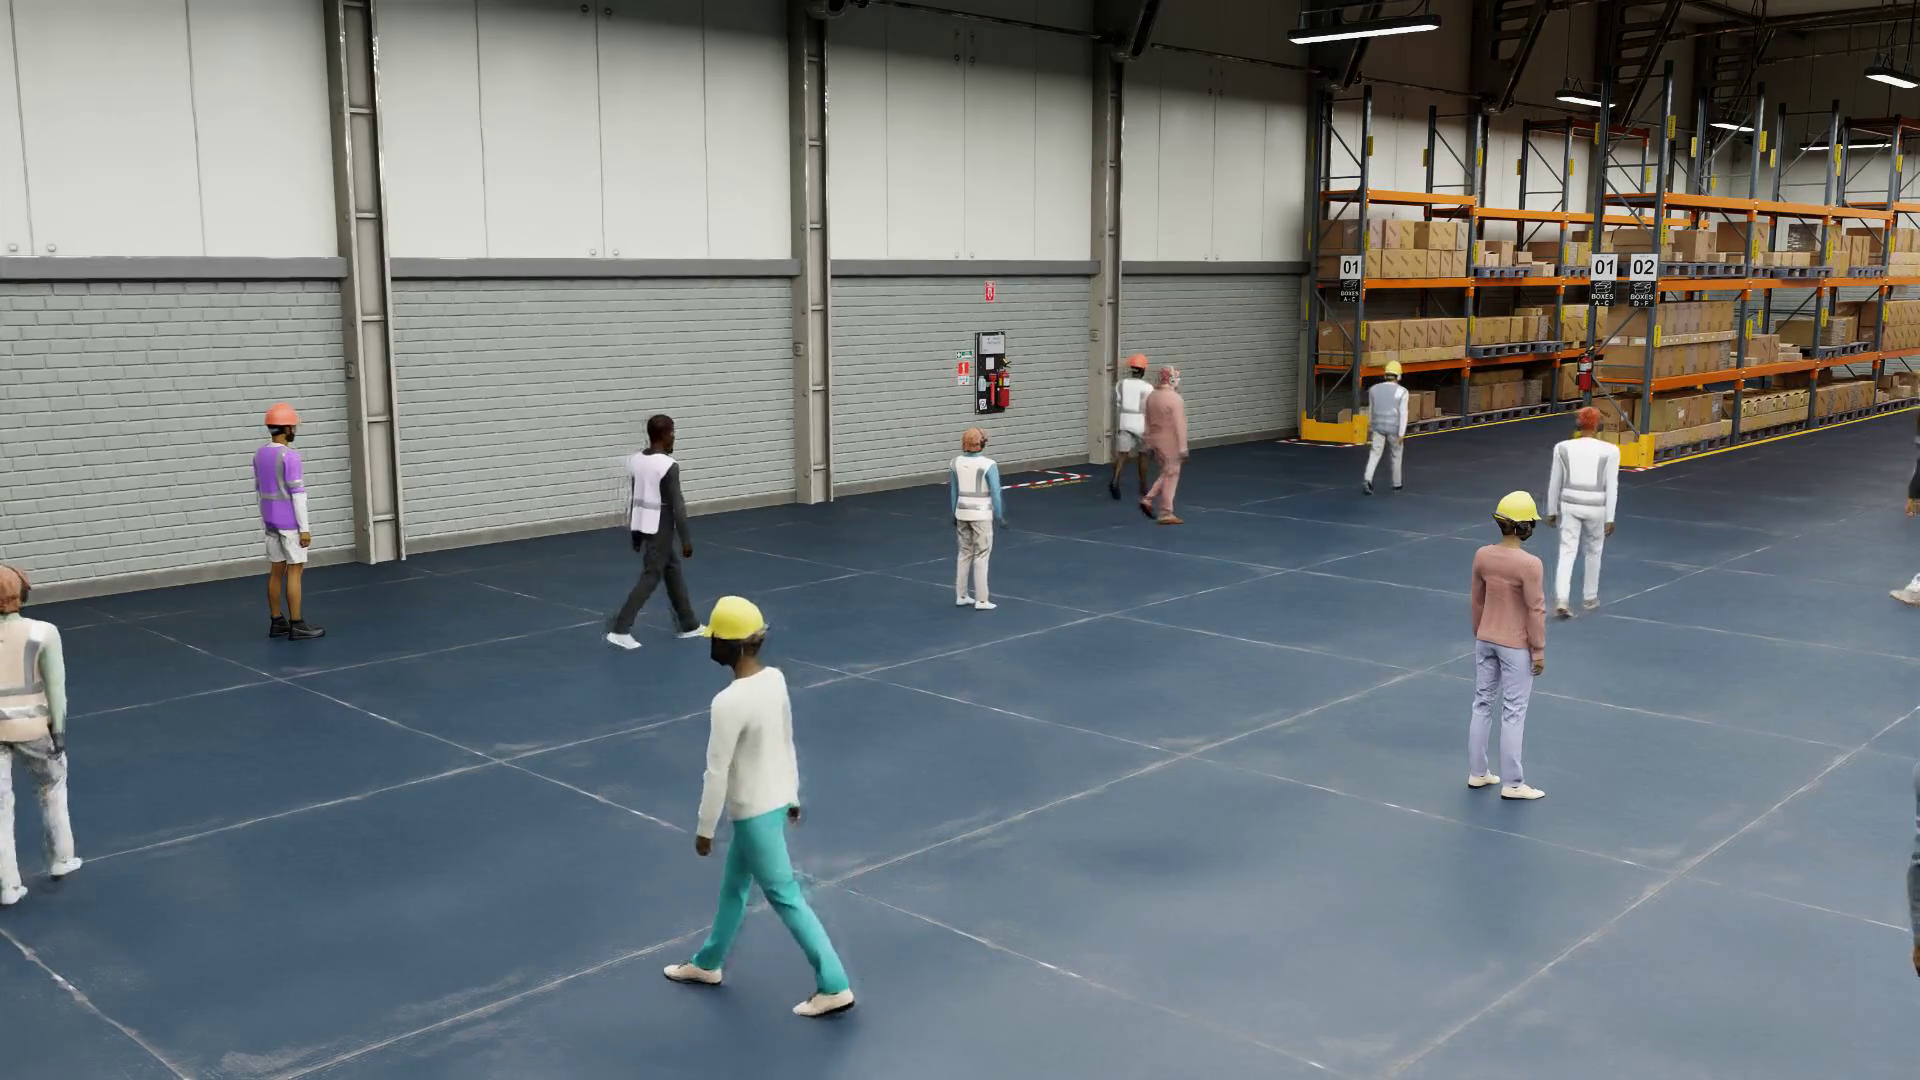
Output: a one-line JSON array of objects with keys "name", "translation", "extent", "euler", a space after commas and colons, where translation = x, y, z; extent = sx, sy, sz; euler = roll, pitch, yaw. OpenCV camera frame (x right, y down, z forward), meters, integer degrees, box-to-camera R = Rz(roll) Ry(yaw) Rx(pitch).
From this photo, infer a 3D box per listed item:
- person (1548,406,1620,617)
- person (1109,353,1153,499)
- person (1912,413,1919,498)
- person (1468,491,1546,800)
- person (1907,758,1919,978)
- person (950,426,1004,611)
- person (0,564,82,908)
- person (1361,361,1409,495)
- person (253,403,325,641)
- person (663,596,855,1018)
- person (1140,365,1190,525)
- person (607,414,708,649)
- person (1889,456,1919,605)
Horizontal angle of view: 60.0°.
[{"name": "person", "translation": [5.415, -0.251, 14.507], "extent": [0.592, 1.844, 0.977], "euler": [6, 11, 32]}, {"name": "person", "translation": [2.269, -1.493, 21.847], "extent": [0.544, 1.914, 0.870], "euler": [5, 11, 28]}, {"name": "person", "translation": [12.481, -1.362, 21.254], "extent": [0.524, 1.850, 0.725], "euler": [2, 9, 10]}, {"name": "person", "translation": [3.146, 0.600, 9.535], "extent": [0.312, 1.769, 0.522], "euler": [-5, 10, -27]}, {"name": "person", "translation": [3.320, 1.241, 5.235], "extent": [0.632, 1.900, 0.989], "euler": [5, 10, 26]}, {"name": "person", "translation": [0.136, -0.186, 14.727], "extent": [0.520, 1.638, 0.345], "euler": [8, 12, 39]}, {"name": "person", "translation": [-4.558, 0.916, 8.048], "extent": [0.522, 1.612, 0.686], "euler": [-2, 10, -14]}, {"name": "person", "translation": [5.692, -1.494, 22.224], "extent": [0.600, 1.802, 0.888], "euler": [7, 12, 38]}, {"name": "person", "translation": [-5.483, -0.148, 13.572], "extent": [0.551, 1.934, 0.362], "euler": [6, 11, 33]}, {"name": "person", "translation": [-0.821, 1.078, 6.771], "extent": [0.918, 1.716, 0.538], "euler": [3, 10, 17]}, {"name": "person", "translation": [2.459, -1.109, 19.565], "extent": [0.448, 1.892, 0.646], "euler": [-3, 10, -20]}, {"name": "person", "translation": [-2.431, -0.075, 13.343], "extent": [1.003, 1.873, 0.610], "euler": [-7, 12, -38]}, {"name": "person", "translation": [8.899, -0.389, 15.040], "extent": [1.047, 1.937, 0.644], "euler": [-2, 10, -15]}]
